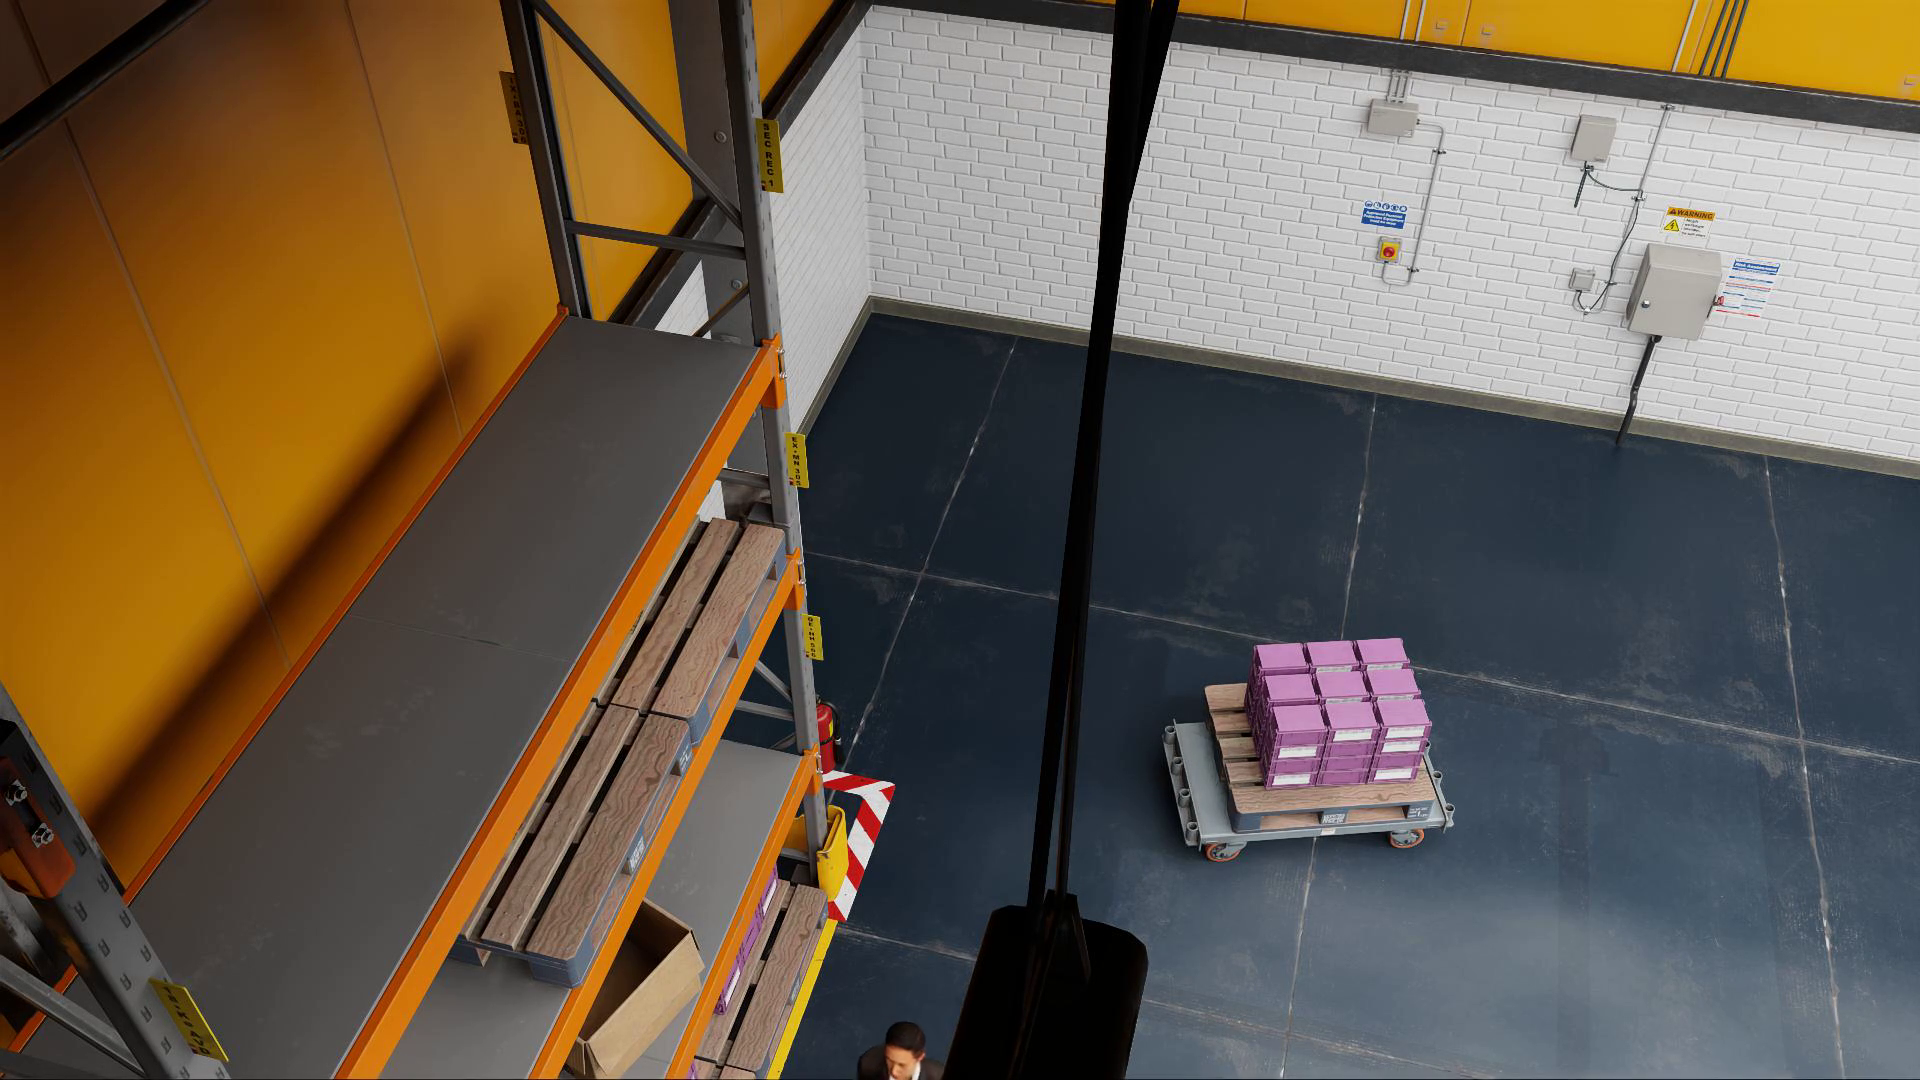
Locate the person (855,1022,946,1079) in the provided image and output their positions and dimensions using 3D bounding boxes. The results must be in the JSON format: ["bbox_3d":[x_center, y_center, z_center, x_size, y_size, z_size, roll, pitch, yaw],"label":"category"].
[{"bbox_3d":[-0.233,2.806,8.035,0.725,1.791,0.889,14,45,15],"label":"person"}]
